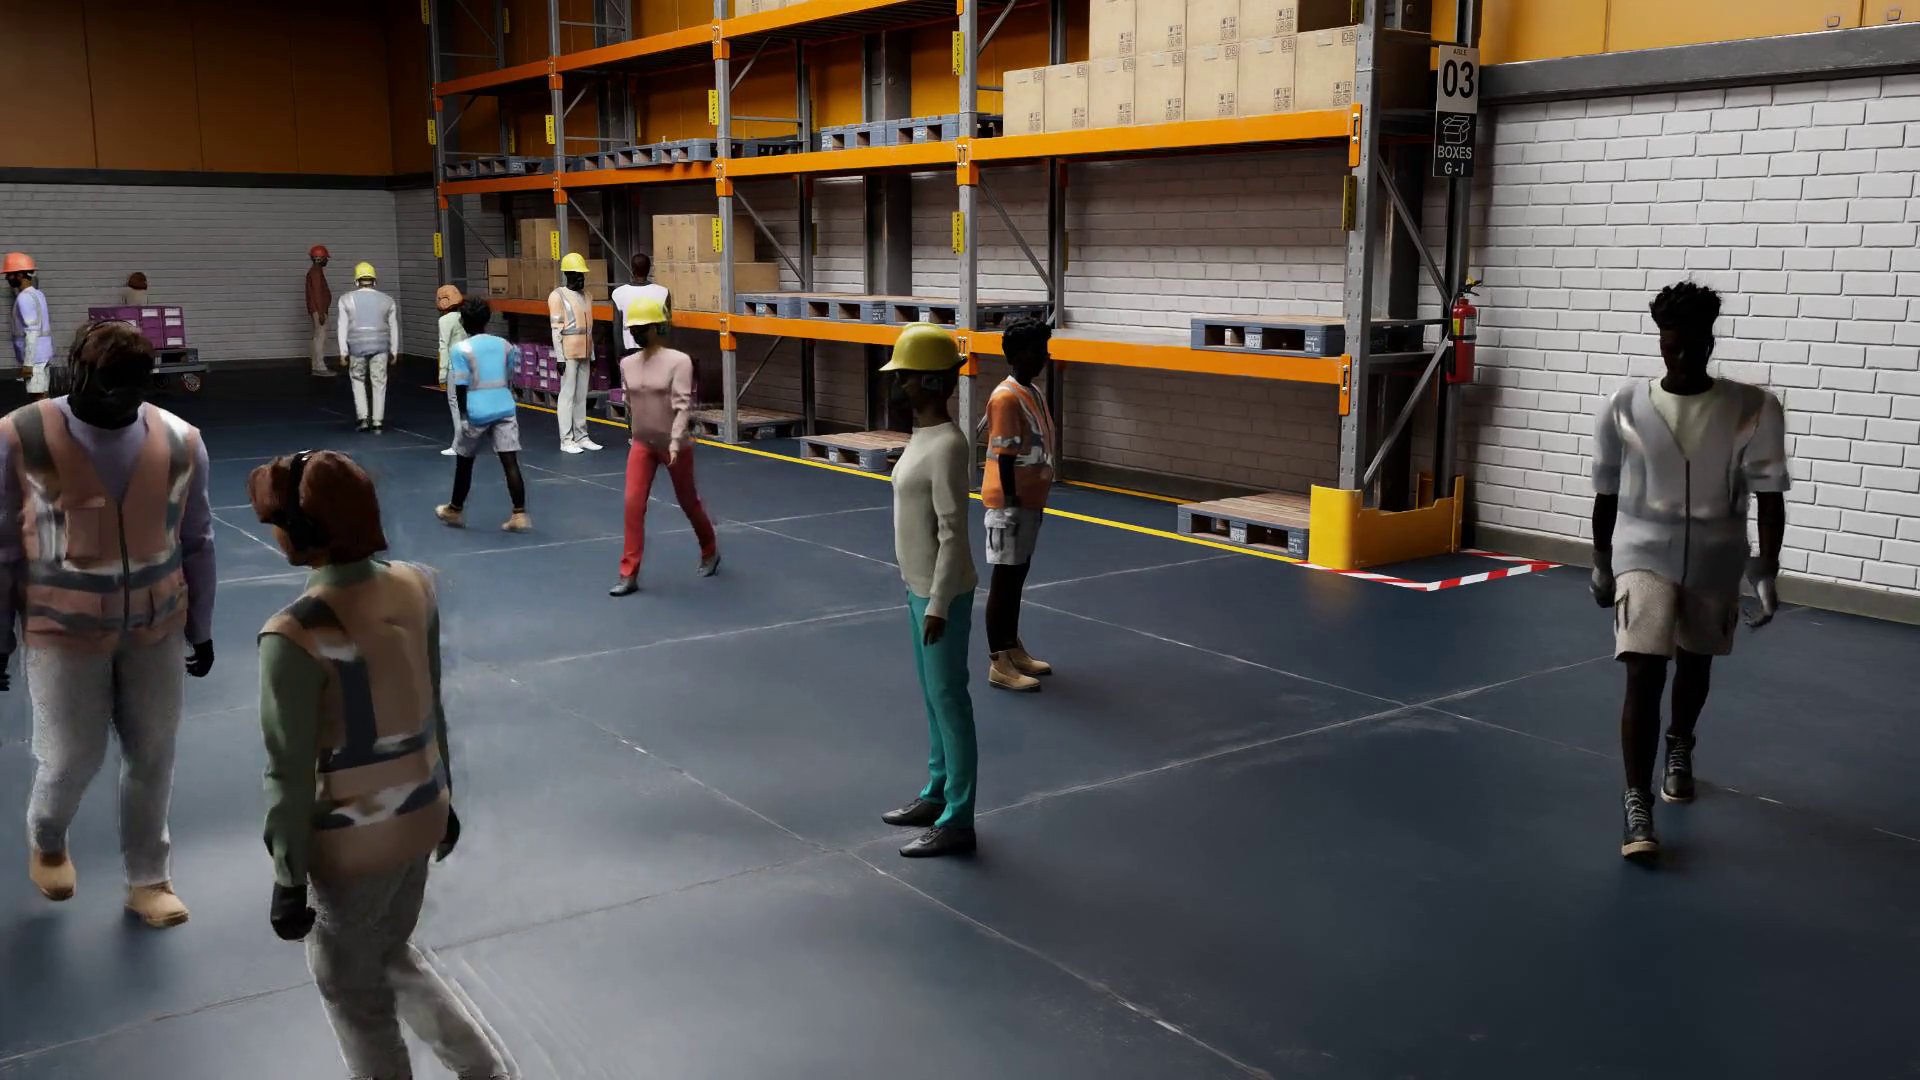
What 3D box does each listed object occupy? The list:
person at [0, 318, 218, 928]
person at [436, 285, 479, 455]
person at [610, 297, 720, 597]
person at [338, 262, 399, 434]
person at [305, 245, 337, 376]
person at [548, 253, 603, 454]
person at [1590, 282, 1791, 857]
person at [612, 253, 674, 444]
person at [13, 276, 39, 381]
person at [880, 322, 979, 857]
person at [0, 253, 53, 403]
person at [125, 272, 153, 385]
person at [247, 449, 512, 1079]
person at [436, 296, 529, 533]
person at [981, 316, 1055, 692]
[{"bbox_3d":[-2.522,0.258,4.896,0.560,1.816,0.646,10,14,43],"label":"person"},{"bbox_3d":[-4.851,-1.632,15.999,0.289,1.624,0.494,2,10,9],"label":"person"},{"bbox_3d":[-1.745,-0.576,9.816,0.523,1.722,0.915,4,11,20],"label":"person"},{"bbox_3d":[-6.319,-2.046,17.773,0.626,1.813,0.563,-5,11,-25],"label":"person"},{"bbox_3d":[-9.760,-3.494,25.395,0.402,1.990,0.622,-5,11,-25],"label":"person"},{"bbox_3d":[-3.722,-1.808,16.133,0.370,1.927,0.588,4,11,23],"label":"person"},{"bbox_3d":[2.466,0.075,5.700,0.610,1.904,1.068,3,11,17],"label":"person"},{"bbox_3d":[-3.183,-1.915,16.750,0.596,1.921,0.381,-1,10,-6],"label":"person"},{"bbox_3d":[-13.748,-3.269,24.482,0.329,1.872,0.508,1,10,8],"label":"person"},{"bbox_3d":[-0.103,0.165,5.534,0.316,1.769,0.523,-2,10,-10],"label":"person"},{"bbox_3d":[-8.676,-1.699,15.504,0.378,1.932,0.551,-3,11,-18],"label":"person"},{"bbox_3d":[-11.653,-2.981,23.567,0.512,1.623,0.388,6,12,29],"label":"person"},{"bbox_3d":[-1.193,0.616,3.383,0.396,1.619,0.530,2,10,13],"label":"person"},{"bbox_3d":[-3.360,-0.884,11.705,0.858,1.647,0.544,9,13,40],"label":"person"},{"bbox_3d":[0.269,-0.171,7.609,0.322,1.696,0.530,3,11,16],"label":"person"}]
